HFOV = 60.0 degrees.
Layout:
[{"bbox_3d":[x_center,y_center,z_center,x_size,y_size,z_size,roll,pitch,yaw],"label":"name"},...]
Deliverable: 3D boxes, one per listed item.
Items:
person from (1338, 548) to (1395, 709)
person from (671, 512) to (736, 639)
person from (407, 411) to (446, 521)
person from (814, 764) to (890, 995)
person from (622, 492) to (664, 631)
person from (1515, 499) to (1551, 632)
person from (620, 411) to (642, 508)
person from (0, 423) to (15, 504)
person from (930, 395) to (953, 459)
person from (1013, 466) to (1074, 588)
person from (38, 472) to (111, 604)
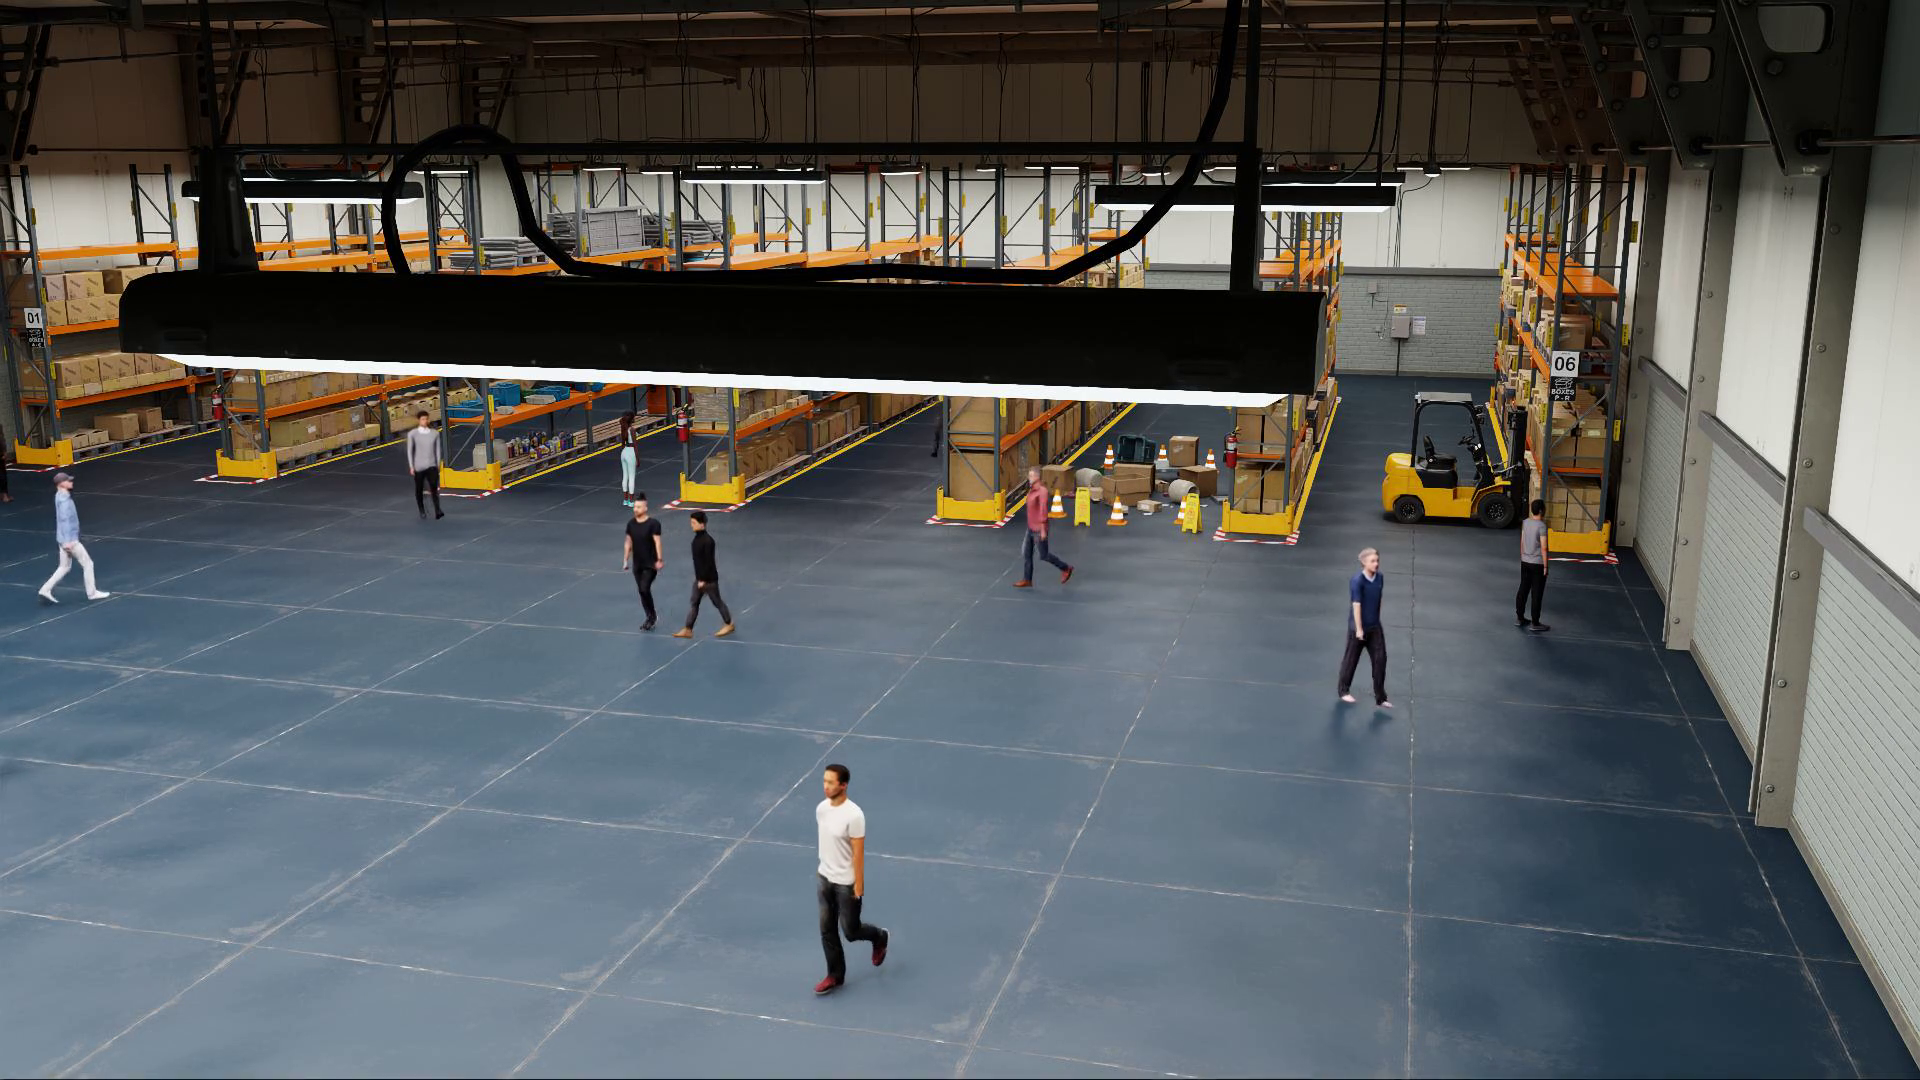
[{"bbox_3d":[4.565,0.990,19.087,1.019,1.839,1.097,-6,14,-24],"label":"person"},{"bbox_3d":[-3.235,0.479,21.652,1.196,1.679,1.071,-9,16,-35],"label":"person"},{"bbox_3d":[-9.304,-1.275,28.803,1.242,1.870,1.307,-7,15,-28],"label":"person"},{"bbox_3d":[-0.827,2.532,12.546,0.873,1.786,1.032,11,17,39],"label":"person"},{"bbox_3d":[-4.157,0.268,22.170,0.741,1.855,0.703,7,15,27],"label":"person"},{"bbox_3d":[7.662,0.312,22.202,0.757,1.755,0.677,-6,14,-23],"label":"person"},{"bbox_3d":[-5.964,-1.482,30.019,0.659,1.724,0.678,13,18,43],"label":"person"},{"bbox_3d":[-17.623,-1.579,30.198,0.784,1.832,0.737,0,13,-1],"label":"person"},{"bbox_3d":[-0.269,-2.545,34.718,0.700,1.676,1.086,6,14,23],"label":"person"},{"bbox_3d":[1.224,-0.174,24.197,1.105,1.802,1.166,-4,14,-15],"label":"person"},{"bbox_3d":[-12.613,-0.016,23.362,1.200,1.870,1.071,-10,16,-37],"label":"person"}]
